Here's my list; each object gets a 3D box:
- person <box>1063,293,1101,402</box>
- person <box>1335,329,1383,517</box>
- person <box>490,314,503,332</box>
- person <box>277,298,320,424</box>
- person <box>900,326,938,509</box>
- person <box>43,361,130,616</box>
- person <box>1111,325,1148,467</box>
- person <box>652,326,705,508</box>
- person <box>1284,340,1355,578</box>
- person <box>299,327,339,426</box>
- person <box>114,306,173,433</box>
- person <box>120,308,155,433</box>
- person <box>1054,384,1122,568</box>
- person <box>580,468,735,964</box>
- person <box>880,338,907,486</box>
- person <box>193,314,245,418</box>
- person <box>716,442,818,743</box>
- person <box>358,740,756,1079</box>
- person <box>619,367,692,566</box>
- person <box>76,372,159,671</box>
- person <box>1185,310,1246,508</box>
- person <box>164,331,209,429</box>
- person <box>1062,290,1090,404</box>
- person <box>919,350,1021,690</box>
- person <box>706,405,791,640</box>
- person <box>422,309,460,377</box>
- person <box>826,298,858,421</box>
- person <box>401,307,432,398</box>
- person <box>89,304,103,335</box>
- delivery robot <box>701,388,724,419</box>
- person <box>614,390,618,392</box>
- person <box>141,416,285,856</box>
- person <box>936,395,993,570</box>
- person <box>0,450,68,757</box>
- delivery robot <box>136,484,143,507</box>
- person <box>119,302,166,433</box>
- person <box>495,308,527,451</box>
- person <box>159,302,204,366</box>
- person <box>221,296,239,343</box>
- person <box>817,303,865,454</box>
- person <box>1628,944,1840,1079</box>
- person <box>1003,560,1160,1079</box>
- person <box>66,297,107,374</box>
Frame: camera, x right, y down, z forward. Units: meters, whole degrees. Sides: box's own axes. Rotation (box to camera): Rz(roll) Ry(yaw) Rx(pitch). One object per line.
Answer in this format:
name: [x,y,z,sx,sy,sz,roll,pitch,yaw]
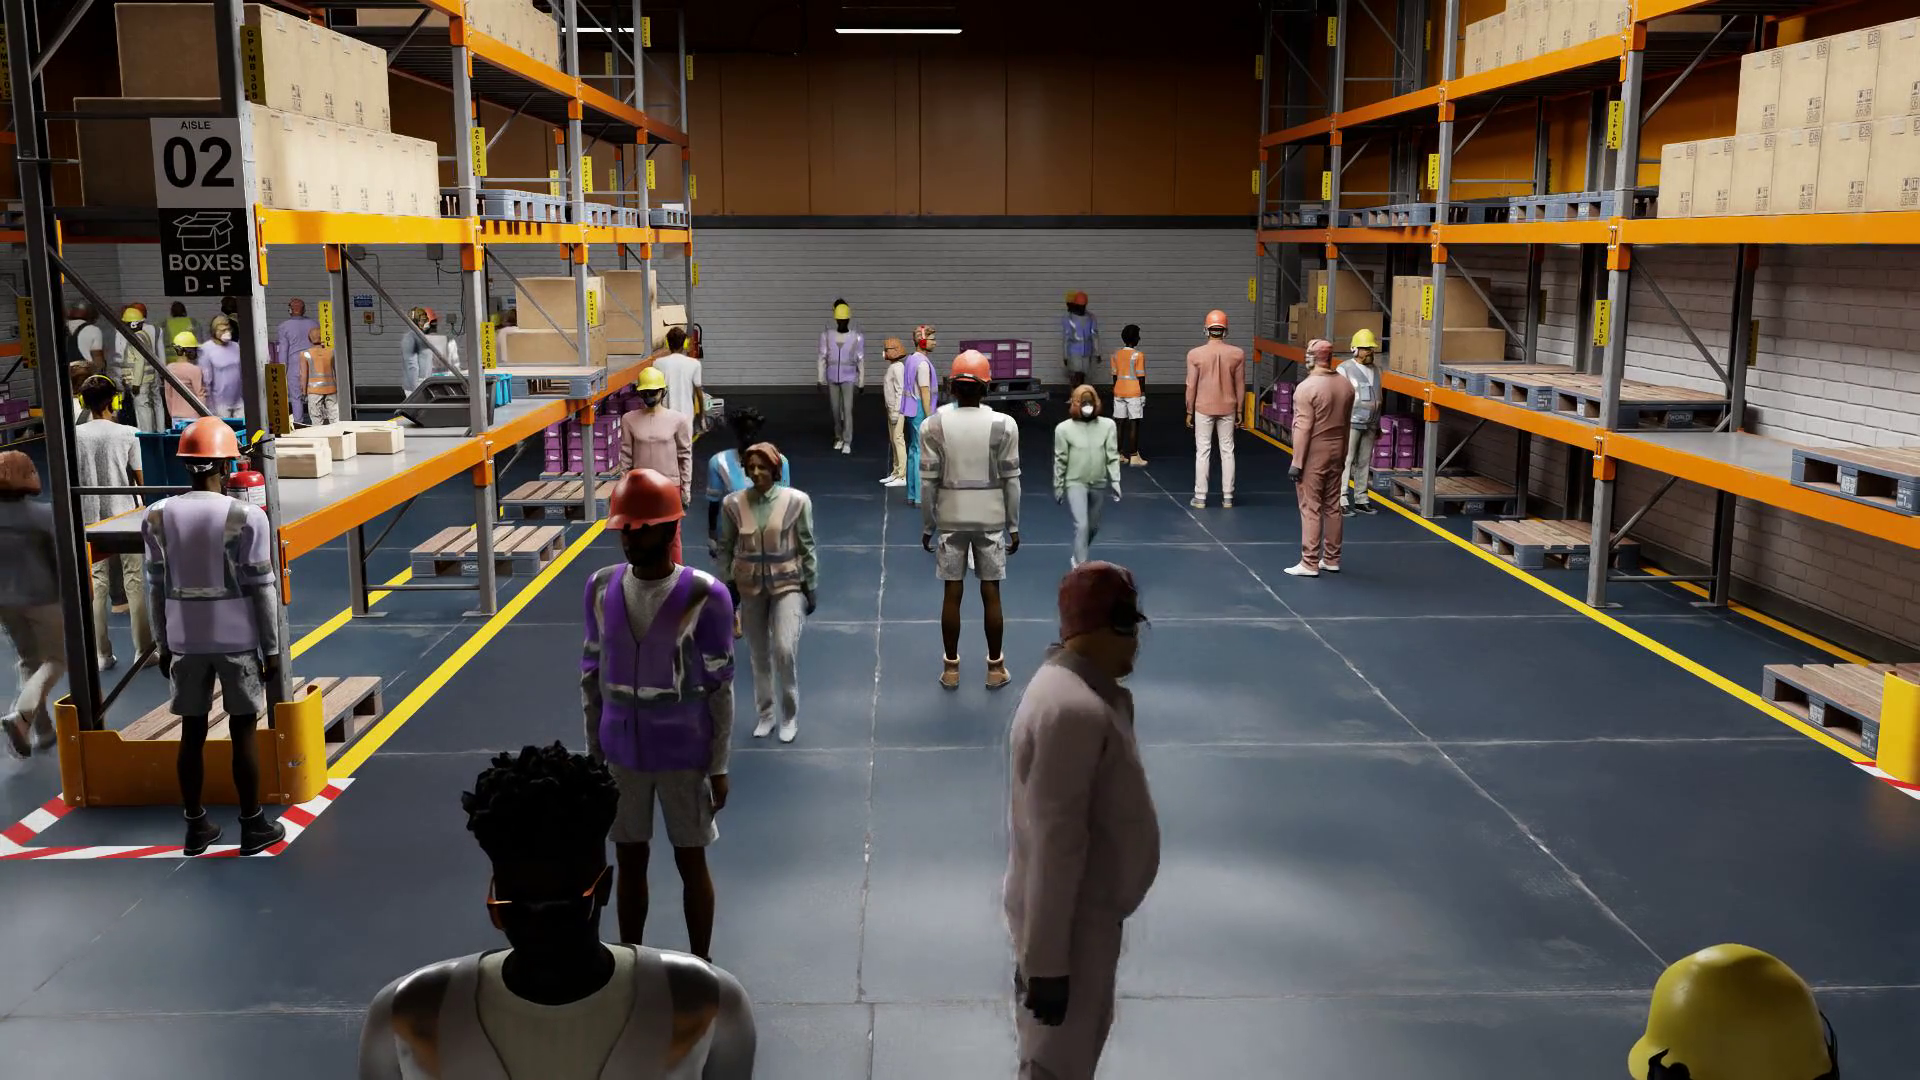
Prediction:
person: [1.907,-2.956,26.256,0.546,1.890,0.996,-4,11,-20]
person: [3.926,-1.148,16.320,0.586,1.833,0.404,-6,12,-31]
person: [-6.462,-2.331,23.303,0.488,1.697,0.887,0,10,2]
person: [-9.096,-2.373,22.942,0.410,1.909,0.643,9,13,40]
person: [-0.397,-1.233,16.755,0.382,1.845,0.571,-3,11,-16]
person: [-6.219,-0.356,11.892,0.506,1.840,0.343,-2,10,-9]
person: [2.033,-1.728,19.931,0.319,1.697,0.532,-8,13,-39]
person: [-2.873,-1.254,16.921,0.533,1.845,0.855,-1,10,-4]
person: [2.864,-0.655,13.377,0.651,1.904,0.403,-8,13,-38]
person: [-7.855,-1.796,20.471,0.517,1.639,0.313,-8,13,-38]
person: [-11.249,-2.254,22.548,0.703,1.815,0.967,6,12,29]
person: [-10.627,-2.080,21.508,0.404,1.835,0.590,-4,11,-20]
person: [0.967,-0.422,12.927,0.497,1.601,0.781,-3,11,-16]
person: [-1.033,0.717,5.637,0.542,1.939,0.366,2,10,13]
person: [-0.727,-1.409,18.328,0.285,1.633,0.498,-2,10,-12]
person: [-7.685,-1.398,17.442,0.420,1.929,0.681,4,11,22]
person: [-1.040,0.287,8.906,0.541,1.621,0.489,1,10,8]
person: [-0.601,1.256,2.552,0.600,1.966,0.368,-2,10,-11]
person: [-2.254,-0.396,12.319,0.535,1.767,0.316,0,10,1]
person: [-5.312,-0.110,10.424,0.514,1.876,0.328,-2,10,-9]
person: [2.572,-1.312,16.785,0.611,1.995,0.375,0,10,-3]
person: [-7.908,-1.253,17.092,0.533,1.767,0.313,5,11,25]
person: [1.918,-3.127,27.172,0.528,1.898,0.594,-7,12,-32]
person: [0.062,-0.111,9.957,0.605,2.045,0.379,1,10,5]
person: [-1.341,-0.046,10.598,0.543,1.674,0.563,-2,10,-12]
person: [-6.264,-1.809,19.857,0.617,1.875,0.938,-6,12,-30]
person: [-1.780,-2.736,25.137,0.519,1.848,0.714,-3,11,-16]
person: [-6.199,-1.698,19.093,0.373,1.939,0.628,-1,10,-8]
person: [-11.541,-2.157,21.823,0.651,1.882,0.976,3,11,17]
delivery robot: [-3.763,-1.964,24.169,0.707,0.478,0.477,8,13,38]
person: [-5.521,-2.941,26.320,0.404,1.827,0.600,-2,10,-10]
person: [-3.247,0.427,7.288,0.545,1.932,0.386,0,10,-1]
person: [0.024,-0.592,13.834,0.521,1.615,0.674,-1,10,-8]
person: [-4.876,0.342,8.632,0.509,1.610,0.609,1,10,3]
delivery robot: [-7.587,-0.434,15.643,0.707,0.478,0.477,1,10,5]
person: [-10.805,-2.196,22.016,0.345,1.883,0.584,8,13,37]
person: [-5.694,-2.083,21.543,0.654,1.821,0.675,1,10,5]
person: [-11.667,-2.675,24.984,0.633,1.780,1.004,-4,11,-22]
person: [-11.228,-2.838,25.712,0.430,1.845,0.619,-2,10,-10]
person: [-1.510,-2.072,21.314,0.599,1.924,0.670,2,10,9]
person: [1.026,1.400,2.314,0.317,1.767,0.535,-7,12,-34]
person: [0.307,1.004,4.249,0.397,1.874,0.763,1,10,8]
person: [-11.388,-2.183,21.508,0.691,2.000,1.052,1,10,5]
